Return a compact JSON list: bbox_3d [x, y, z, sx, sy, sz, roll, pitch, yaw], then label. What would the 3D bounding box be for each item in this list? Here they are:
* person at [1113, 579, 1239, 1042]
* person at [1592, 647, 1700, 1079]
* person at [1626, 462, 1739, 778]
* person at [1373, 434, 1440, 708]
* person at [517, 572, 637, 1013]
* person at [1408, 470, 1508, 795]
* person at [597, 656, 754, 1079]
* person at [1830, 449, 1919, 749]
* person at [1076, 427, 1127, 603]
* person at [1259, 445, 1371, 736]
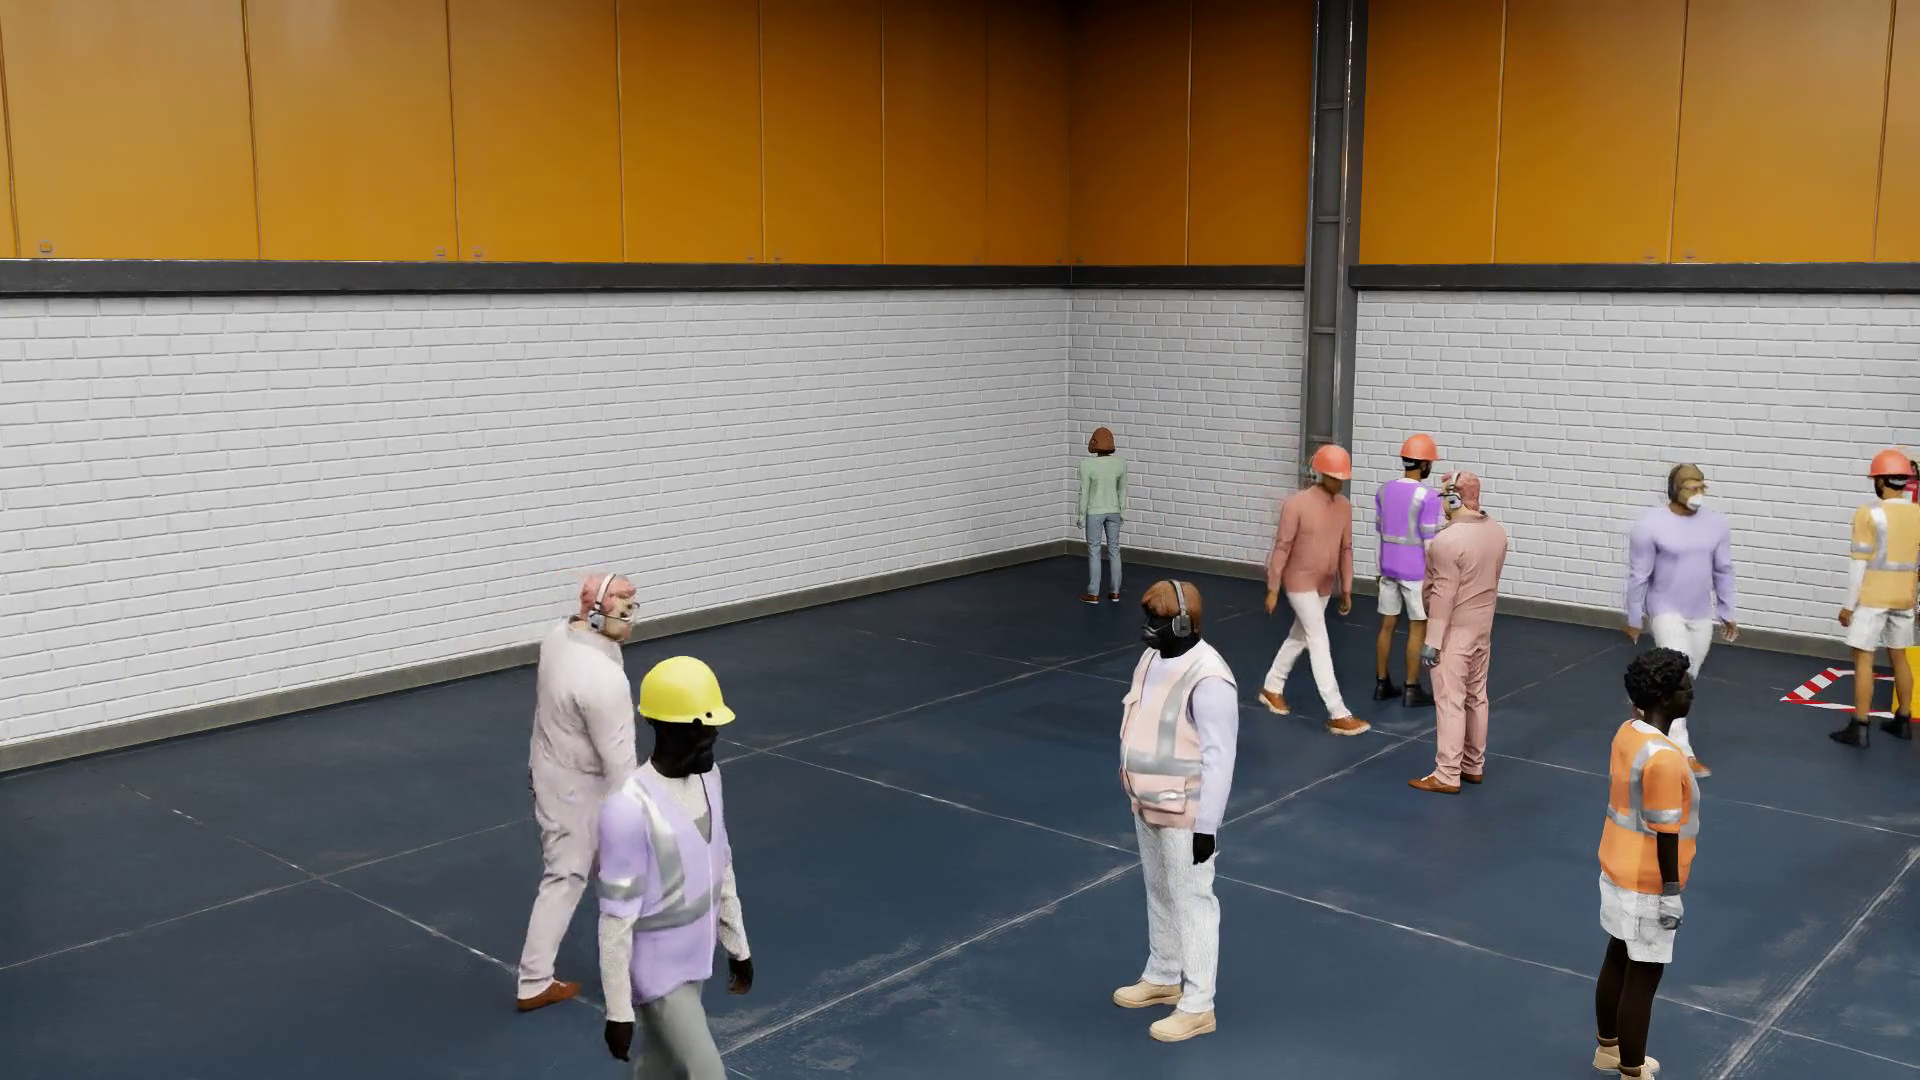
[{"bbox_3d":[0.848,1.064,6.657,0.429,1.841,0.634,-3,10,-19],"label":"person"},{"bbox_3d":[2.518,1.226,6.090,0.318,1.700,0.535,1,9,5],"label":"person"},{"bbox_3d":[4.423,0.447,10.354,0.641,1.914,0.911,-2,9,-12],"label":"person"},{"bbox_3d":[3.174,0.213,11.753,0.411,1.927,0.555,-5,10,-30],"label":"person"},{"bbox_3d":[-1.480,1.029,6.880,0.812,1.851,0.718,-3,10,-20],"label":"person"},{"bbox_3d":[2.911,0.537,9.775,0.642,1.906,0.410,-8,12,-43],"label":"person"},{"bbox_3d":[-0.748,1.290,5.027,0.778,1.901,0.613,2,9,14],"label":"person"},{"bbox_3d":[5.990,0.373,10.788,0.560,1.927,0.428,-2,9,-10],"label":"person"},{"bbox_3d":[1.314,-0.227,15.418,0.500,1.633,0.280,-4,10,-23],"label":"person"},{"bbox_3d":[2.370,0.300,11.201,0.648,1.927,1.058,-7,11,-36],"label":"person"}]
